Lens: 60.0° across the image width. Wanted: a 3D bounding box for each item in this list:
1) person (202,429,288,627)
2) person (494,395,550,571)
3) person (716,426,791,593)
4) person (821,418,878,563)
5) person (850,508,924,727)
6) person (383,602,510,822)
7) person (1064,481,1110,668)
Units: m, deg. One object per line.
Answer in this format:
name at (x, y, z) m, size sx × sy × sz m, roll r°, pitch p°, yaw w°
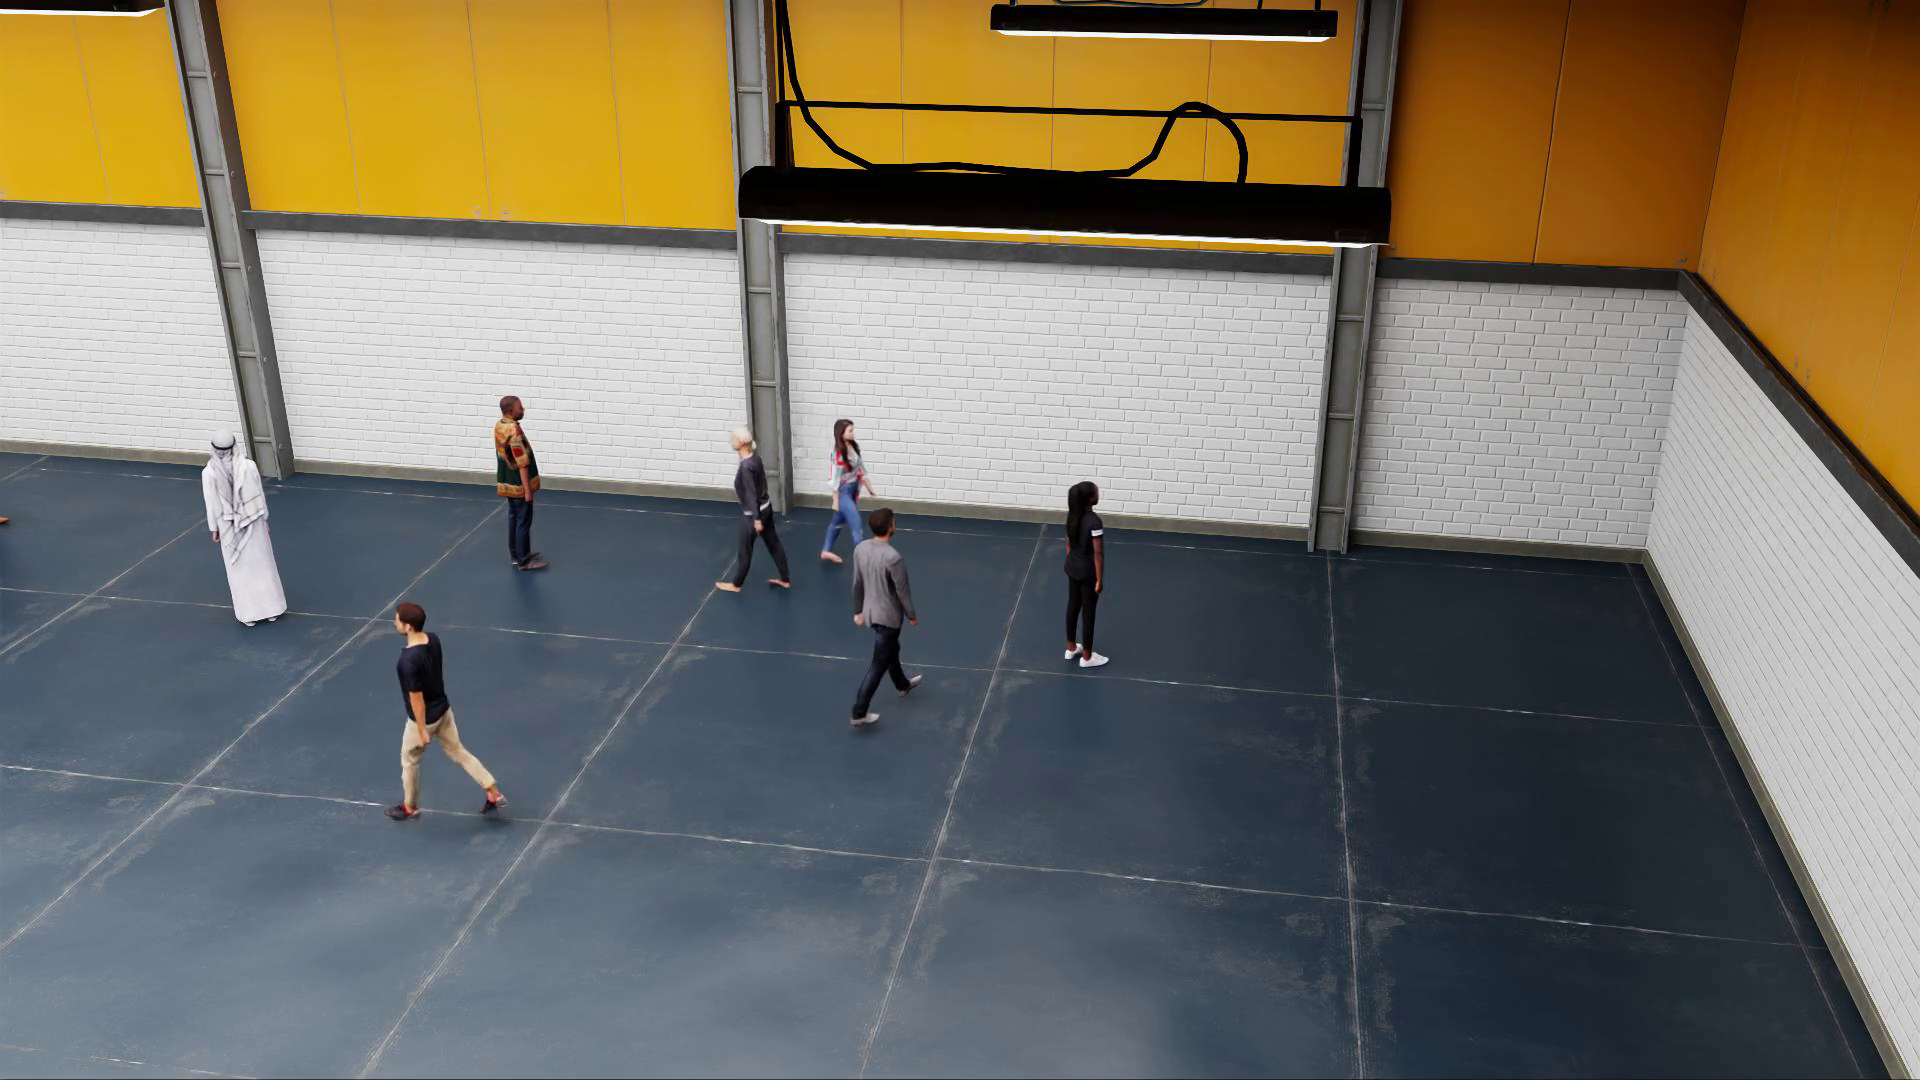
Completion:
person at (-6.673, -0.124, 15.444) m, size 0.790 × 1.926 × 0.872 m, roll -12°, pitch 26°, yaw -26°
person at (-4.434, -0.586, 16.651) m, size 0.873 × 1.806 × 0.826 m, roll -13°, pitch 27°, yaw -28°
person at (-1.908, -0.273, 16.081) m, size 0.920 × 1.689 × 0.646 m, roll 4°, pitch 24°, yaw 10°
person at (-1.214, -0.453, 16.642) m, size 1.088 × 1.570 × 0.755 m, roll 9°, pitch 25°, yaw 20°
person at (-0.678, 0.675, 13.739) m, size 1.208 × 1.828 × 1.241 m, roll -21°, pitch 31°, yaw -40°
person at (-3.832, 1.305, 12.309) m, size 1.165 × 1.820 × 0.660 m, roll 5°, pitch 24°, yaw 11°
person at (1.102, 0.285, 14.757) m, size 0.759 × 1.728 × 0.703 m, roll -15°, pitch 28°, yaw -30°
